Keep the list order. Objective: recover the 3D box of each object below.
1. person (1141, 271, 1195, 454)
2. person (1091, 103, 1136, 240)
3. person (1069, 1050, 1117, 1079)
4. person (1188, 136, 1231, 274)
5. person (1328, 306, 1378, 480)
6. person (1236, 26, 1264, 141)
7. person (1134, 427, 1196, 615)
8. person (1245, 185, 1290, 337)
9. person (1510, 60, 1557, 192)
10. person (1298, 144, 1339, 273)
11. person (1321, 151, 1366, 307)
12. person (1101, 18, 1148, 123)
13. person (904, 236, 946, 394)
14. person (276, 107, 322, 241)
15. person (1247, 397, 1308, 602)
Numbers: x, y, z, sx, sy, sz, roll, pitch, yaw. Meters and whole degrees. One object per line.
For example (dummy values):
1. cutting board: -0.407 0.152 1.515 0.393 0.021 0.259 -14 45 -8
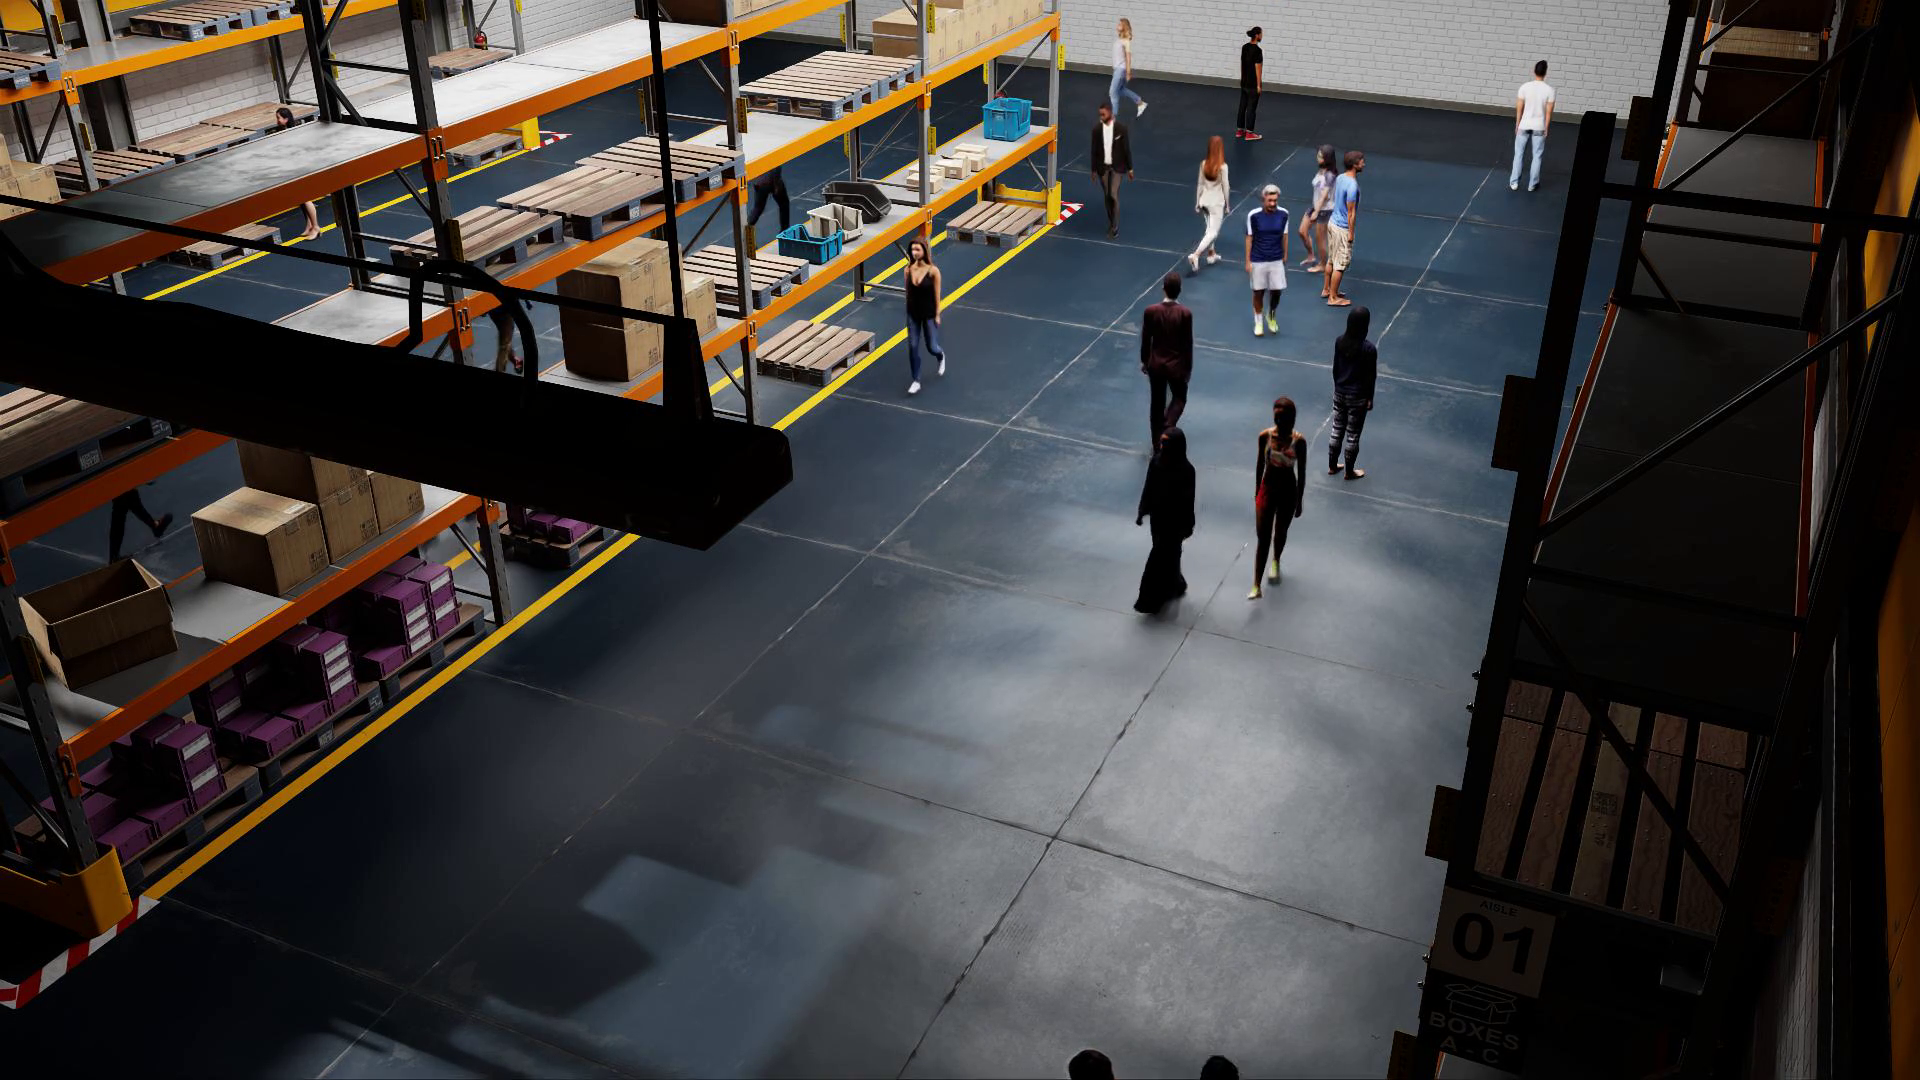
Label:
1. person: 2.006 -1.671 16.201 0.707 1.852 0.673 11 31 19
2. person: 2.040 -4.995 22.377 0.772 1.774 0.857 8 30 15
3. person: 0.570 3.020 7.591 0.797 1.863 0.596 18 33 30
4. person: 3.153 -4.225 21.066 1.091 1.679 0.834 -25 37 -38
5. person: 3.731 -1.411 15.847 0.640 1.735 0.670 -25 37 -38
6. person: 4.662 -7.332 26.682 0.744 1.755 0.716 -15 32 -25
7. person: 1.792 -0.214 13.784 1.041 1.609 0.874 -21 35 -34
8. person: 3.501 -3.248 19.135 0.764 1.811 0.766 0 29 0
9. person: 8.315 -6.016 24.154 0.664 1.865 0.547 12 31 21
10. person: 4.627 -4.147 20.918 0.822 1.683 0.745 -4 29 -8
11. person: 4.600 -3.773 20.045 0.796 1.861 0.697 -4 29 -8
12. person: 2.747 -7.742 27.490 1.074 1.700 1.083 -7 29 -12
13. person: -0.366 -2.427 17.738 0.599 1.709 0.892 11 31 20
14. person: -8.847 -4.889 22.188 0.795 1.769 0.774 -19 34 -31
15. person: 2.699 -0.395 13.970 0.653 1.749 1.123 10 30 17
